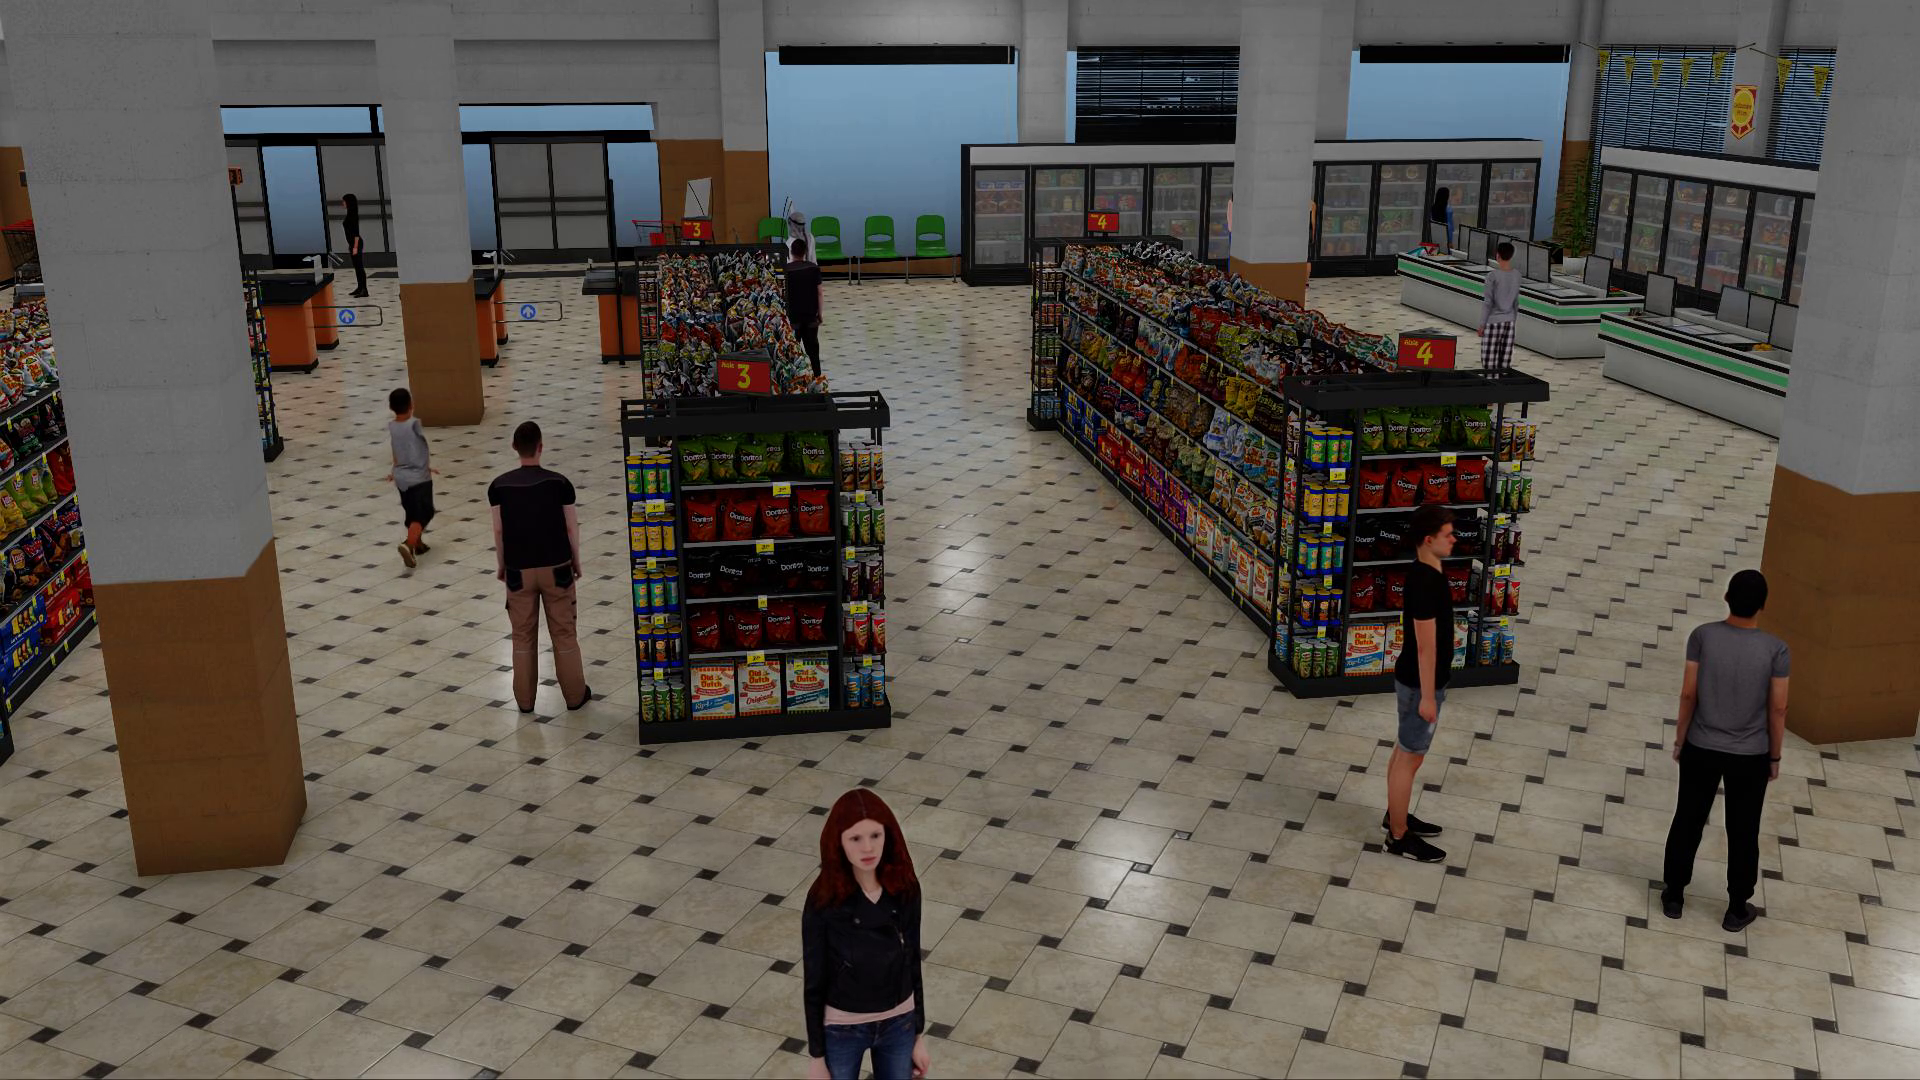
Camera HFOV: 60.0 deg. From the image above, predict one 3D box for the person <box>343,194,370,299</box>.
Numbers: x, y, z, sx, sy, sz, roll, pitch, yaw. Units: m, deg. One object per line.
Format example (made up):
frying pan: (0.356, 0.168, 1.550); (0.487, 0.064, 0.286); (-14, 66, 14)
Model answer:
person: (-9.758, -4.762, 26.854); (0.691, 1.642, 0.556); (-10, 20, -31)

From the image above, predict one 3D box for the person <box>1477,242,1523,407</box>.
person: (6.129, -2.455, 18.905); (0.655, 1.847, 0.577); (-5, 18, -17)

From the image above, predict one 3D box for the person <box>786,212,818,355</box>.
person: (-2.064, -3.247, 21.376); (0.860, 1.927, 0.783); (9, 19, 28)

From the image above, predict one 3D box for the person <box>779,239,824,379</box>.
person: (-1.847, -2.567, 19.276); (0.753, 1.846, 0.651); (-6, 18, -20)

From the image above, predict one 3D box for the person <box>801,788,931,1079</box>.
person: (-0.310, 1.654, 5.479); (0.630, 1.787, 0.615); (-7, 18, -23)

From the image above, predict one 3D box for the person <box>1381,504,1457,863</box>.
person: (2.343, 0.705, 8.500); (0.798, 1.846, 0.650); (4, 17, 14)

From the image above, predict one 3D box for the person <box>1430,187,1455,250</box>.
person: (7.853, -4.908, 27.217); (0.724, 1.712, 0.572); (-10, 19, -29)

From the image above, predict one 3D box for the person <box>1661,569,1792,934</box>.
person: (3.584, 0.972, 7.777); (0.697, 1.755, 0.745); (10, 20, 30)

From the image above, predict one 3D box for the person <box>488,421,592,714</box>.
person: (-2.612, 0.165, 10.285); (0.687, 1.842, 0.591); (-2, 17, -6)

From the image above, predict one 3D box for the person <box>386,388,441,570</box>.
person: (-4.394, -0.534, 13.283); (0.722, 1.437, 1.014); (1, 17, 3)
